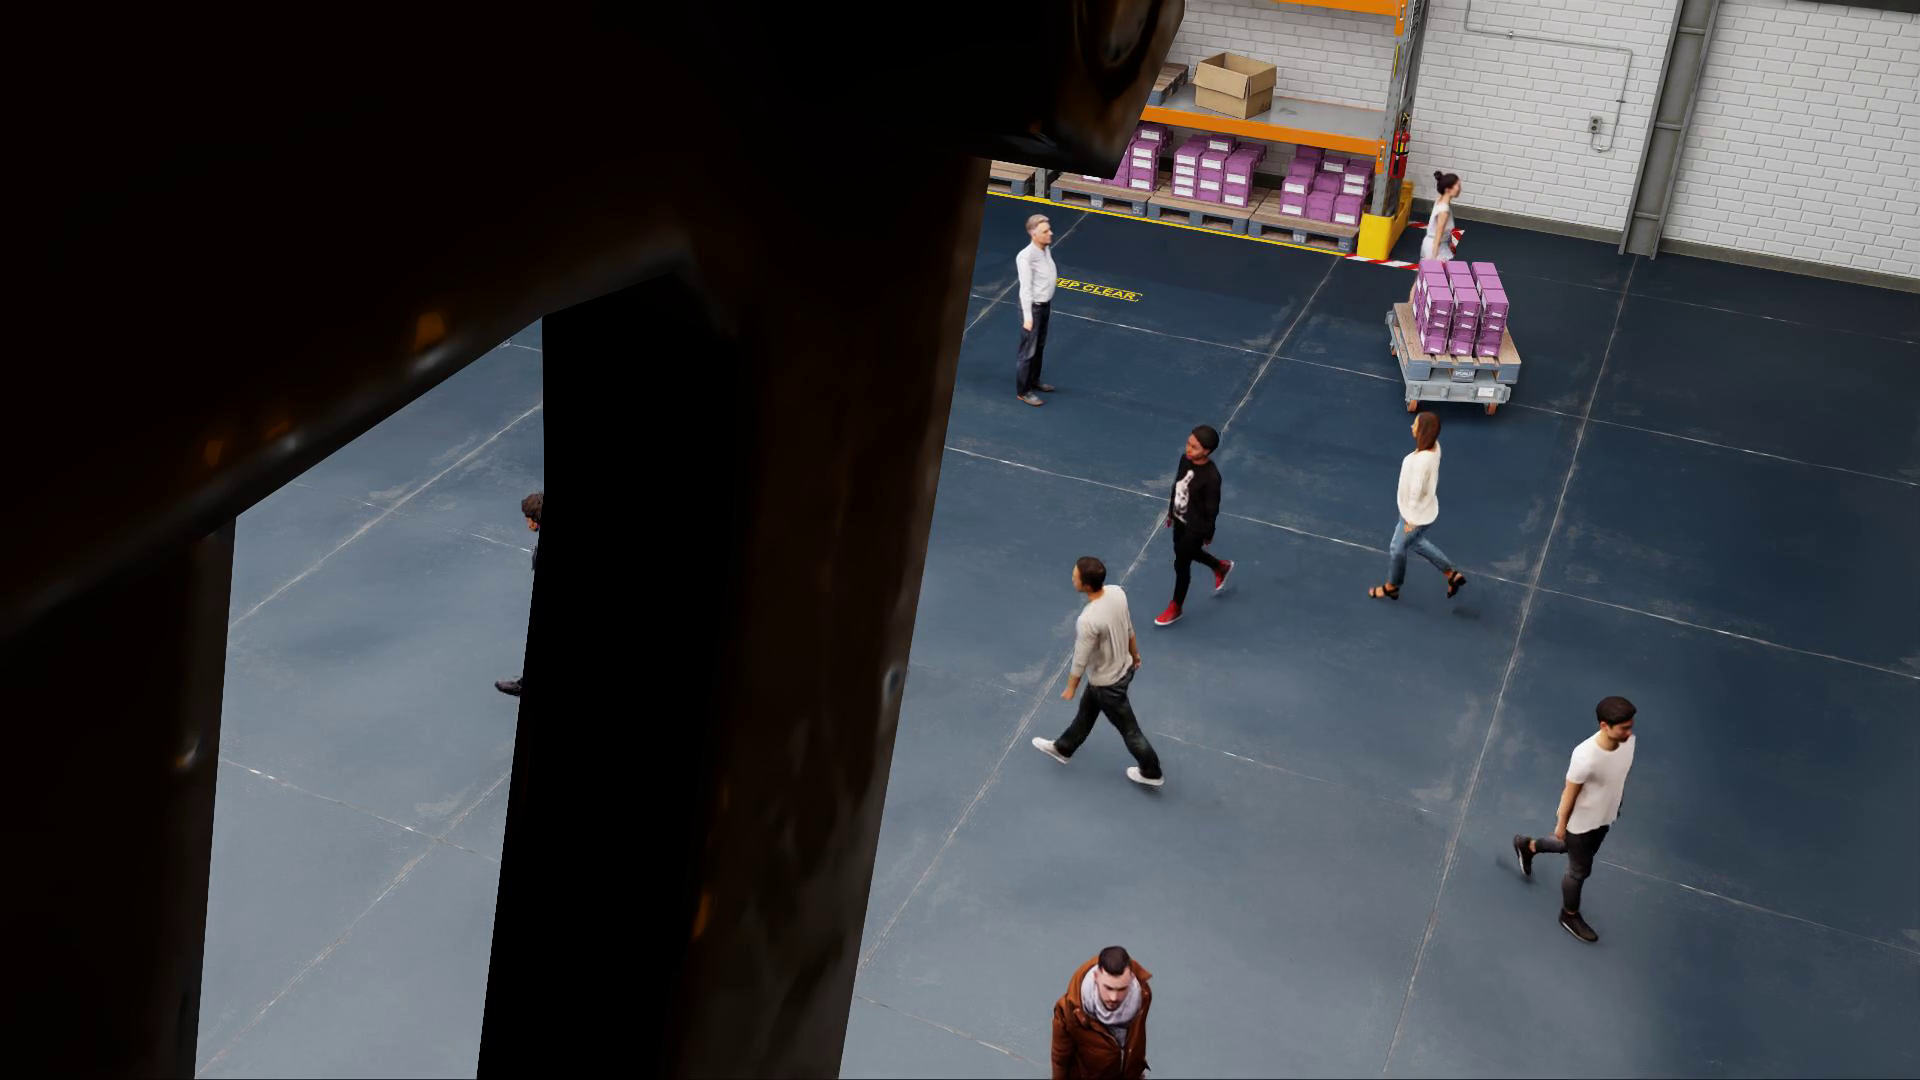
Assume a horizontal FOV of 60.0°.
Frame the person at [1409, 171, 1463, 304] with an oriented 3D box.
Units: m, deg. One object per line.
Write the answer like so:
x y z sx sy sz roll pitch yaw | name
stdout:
4.713 -2.924 16.721 0.900 1.599 0.725 4 34 5 | person

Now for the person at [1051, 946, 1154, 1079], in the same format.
0.671 2.647 8.124 0.839 1.837 0.878 -17 37 -24 | person

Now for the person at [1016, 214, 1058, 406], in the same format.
0.694 -2.157 15.368 0.547 1.820 0.645 15 37 22 | person

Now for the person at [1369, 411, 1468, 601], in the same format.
3.538 -0.196 12.561 0.915 1.660 0.626 15 36 21 | person

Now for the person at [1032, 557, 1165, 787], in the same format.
1.071 0.904 10.831 1.148 1.743 0.664 17 37 24 | person

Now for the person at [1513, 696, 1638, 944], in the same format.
3.678 1.562 9.878 0.917 1.703 1.079 -21 39 -28 | person

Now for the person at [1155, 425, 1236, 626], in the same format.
1.800 -0.150 12.503 1.018 1.650 1.015 -17 37 -24 | person
